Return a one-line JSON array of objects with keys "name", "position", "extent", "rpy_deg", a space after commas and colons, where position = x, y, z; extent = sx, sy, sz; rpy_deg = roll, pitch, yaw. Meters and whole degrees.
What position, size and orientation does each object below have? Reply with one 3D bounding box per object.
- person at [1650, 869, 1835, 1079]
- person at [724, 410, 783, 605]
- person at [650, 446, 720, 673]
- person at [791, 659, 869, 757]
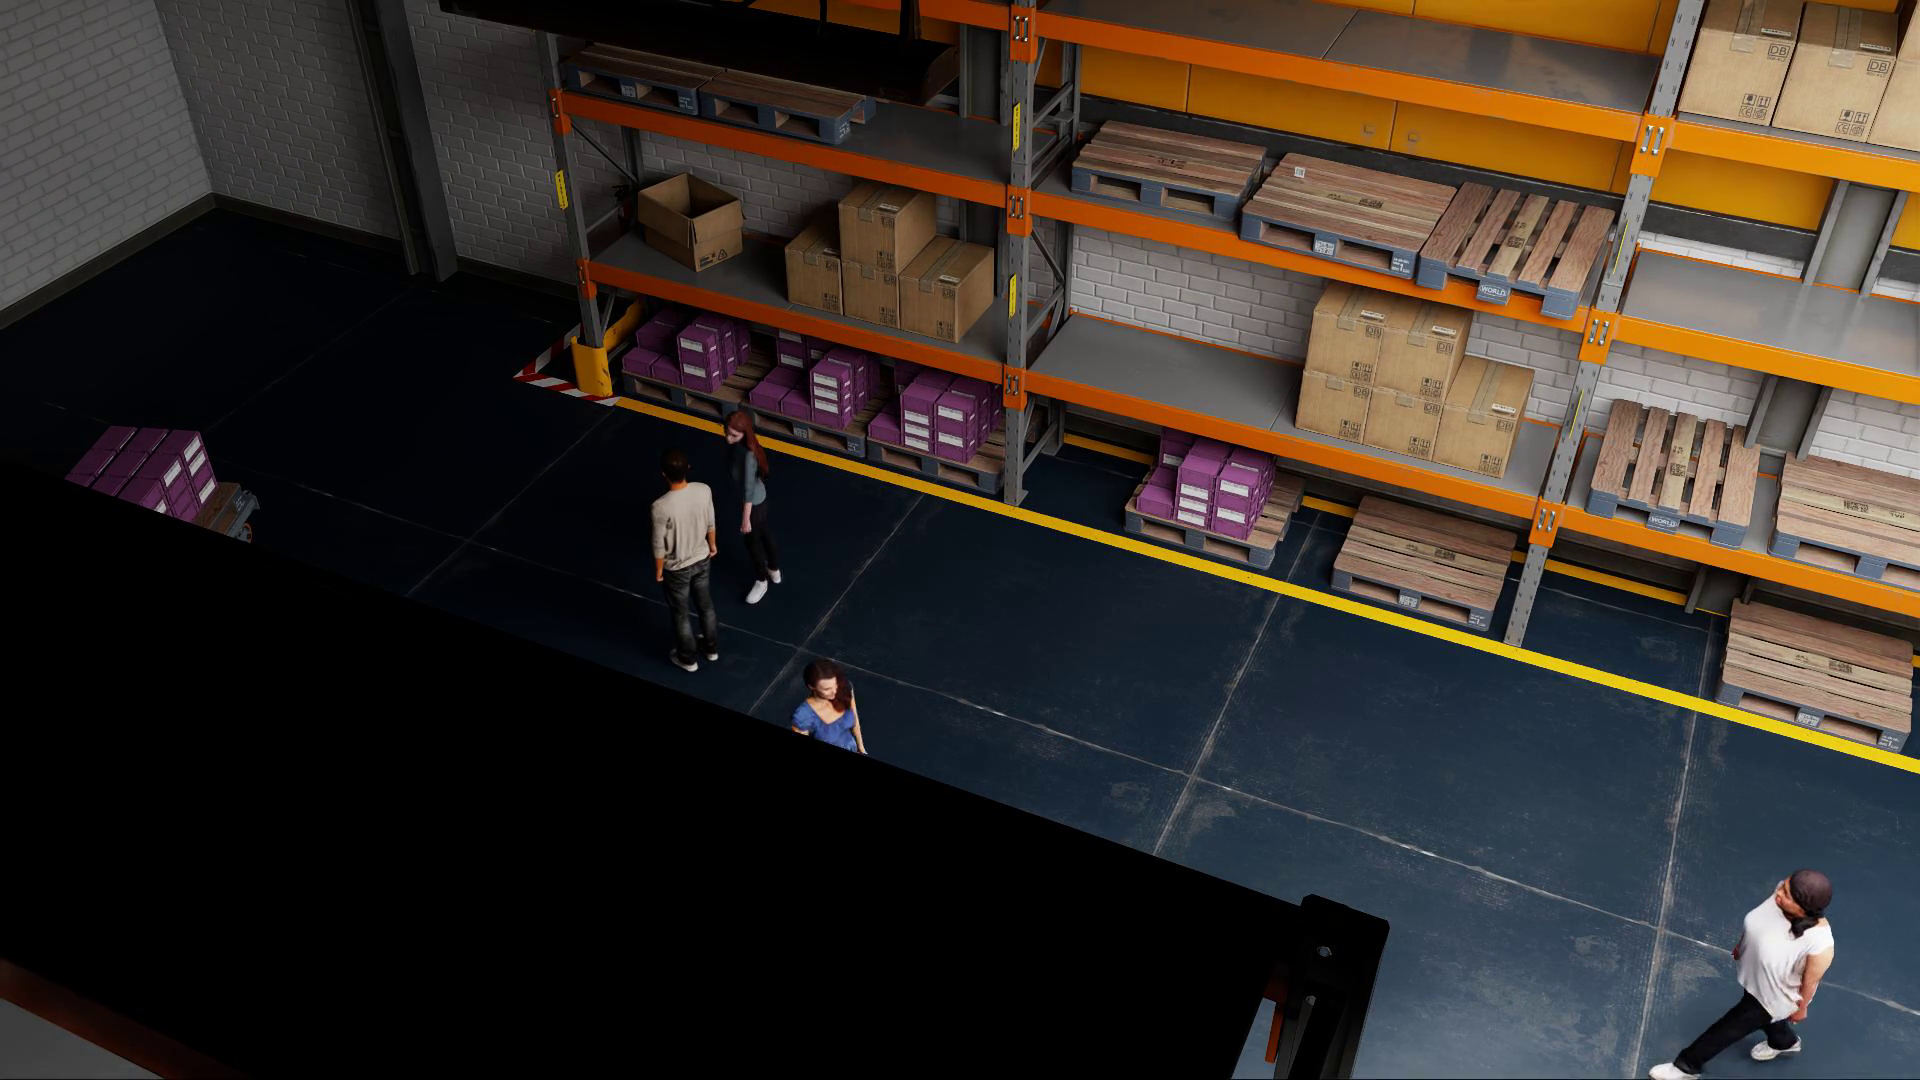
[{"name": "person", "position": [4.378, 2.338, 8.878], "extent": [1.196, 1.646, 0.930], "rpy_deg": [1, 39, 1]}, {"name": "person", "position": [-1.516, -0.286, 12.103], "extent": [0.815, 1.721, 0.781], "rpy_deg": [-3, 39, -4]}, {"name": "person", "position": [-1.879, 0.147, 11.494], "extent": [0.725, 1.805, 0.690], "rpy_deg": [-28, 47, -31]}, {"name": "person", "position": [-0.821, 1.363, 9.993], "extent": [1.098, 1.778, 0.747], "rpy_deg": [23, 44, 26]}]
